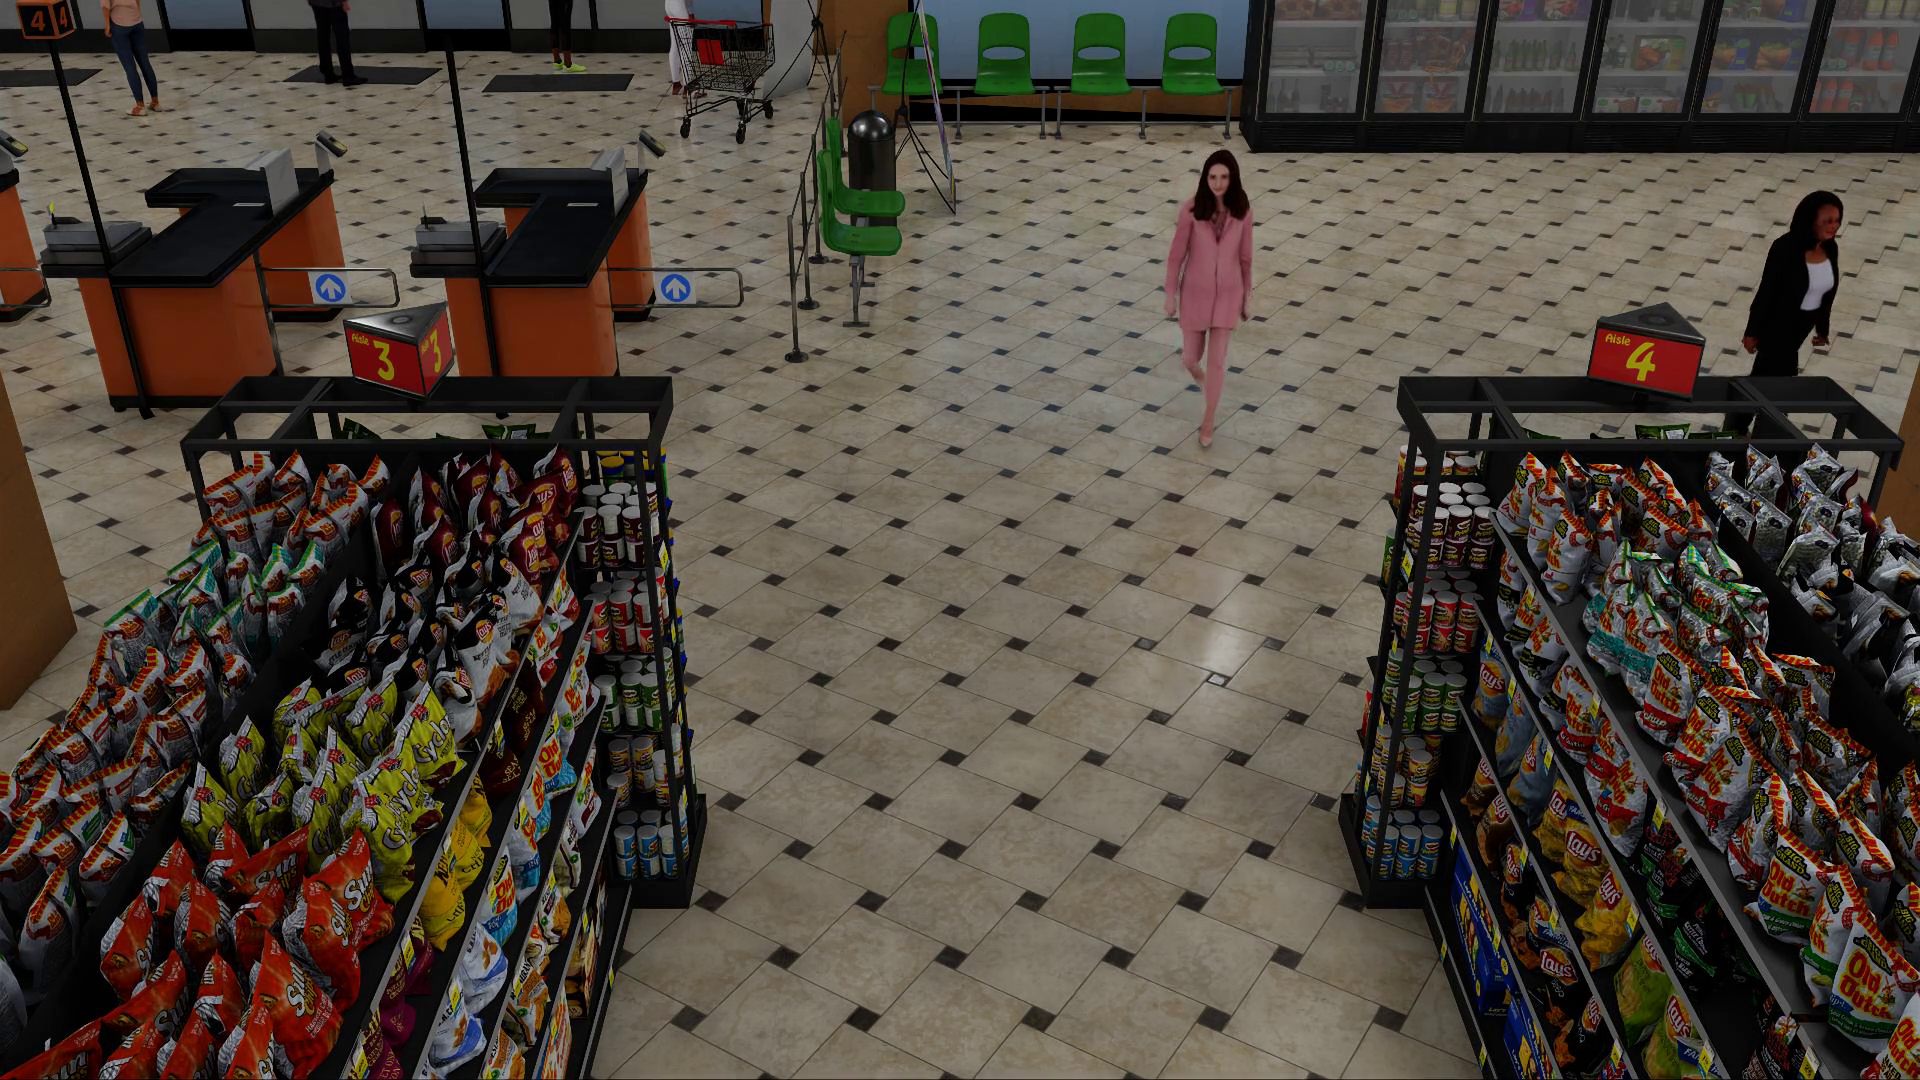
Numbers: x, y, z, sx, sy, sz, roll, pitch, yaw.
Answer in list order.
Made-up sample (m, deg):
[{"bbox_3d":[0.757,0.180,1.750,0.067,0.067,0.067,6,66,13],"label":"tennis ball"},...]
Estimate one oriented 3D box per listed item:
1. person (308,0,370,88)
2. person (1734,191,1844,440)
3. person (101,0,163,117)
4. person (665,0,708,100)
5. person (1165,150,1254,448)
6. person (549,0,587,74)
[{"bbox_3d":[-6.763,-5.813,17.776,0.800,1.840,0.765,12,31,22],"label":"person"},{"bbox_3d":[4.725,-1.266,9.697,0.862,1.599,0.930,-16,33,-27],"label":"person"},{"bbox_3d":[-8.349,-5.171,16.648,0.726,1.792,0.609,14,32,24],"label":"person"},{"bbox_3d":[-2.916,-5.494,17.311,0.736,1.725,0.642,-19,34,-30],"label":"person"},{"bbox_3d":[1.486,-1.460,9.870,0.702,1.774,0.960,0,29,0],"label":"person"},{"bbox_3d":[-4.435,-6.077,18.350,0.699,1.753,0.630,-24,36,-36],"label":"person"}]
